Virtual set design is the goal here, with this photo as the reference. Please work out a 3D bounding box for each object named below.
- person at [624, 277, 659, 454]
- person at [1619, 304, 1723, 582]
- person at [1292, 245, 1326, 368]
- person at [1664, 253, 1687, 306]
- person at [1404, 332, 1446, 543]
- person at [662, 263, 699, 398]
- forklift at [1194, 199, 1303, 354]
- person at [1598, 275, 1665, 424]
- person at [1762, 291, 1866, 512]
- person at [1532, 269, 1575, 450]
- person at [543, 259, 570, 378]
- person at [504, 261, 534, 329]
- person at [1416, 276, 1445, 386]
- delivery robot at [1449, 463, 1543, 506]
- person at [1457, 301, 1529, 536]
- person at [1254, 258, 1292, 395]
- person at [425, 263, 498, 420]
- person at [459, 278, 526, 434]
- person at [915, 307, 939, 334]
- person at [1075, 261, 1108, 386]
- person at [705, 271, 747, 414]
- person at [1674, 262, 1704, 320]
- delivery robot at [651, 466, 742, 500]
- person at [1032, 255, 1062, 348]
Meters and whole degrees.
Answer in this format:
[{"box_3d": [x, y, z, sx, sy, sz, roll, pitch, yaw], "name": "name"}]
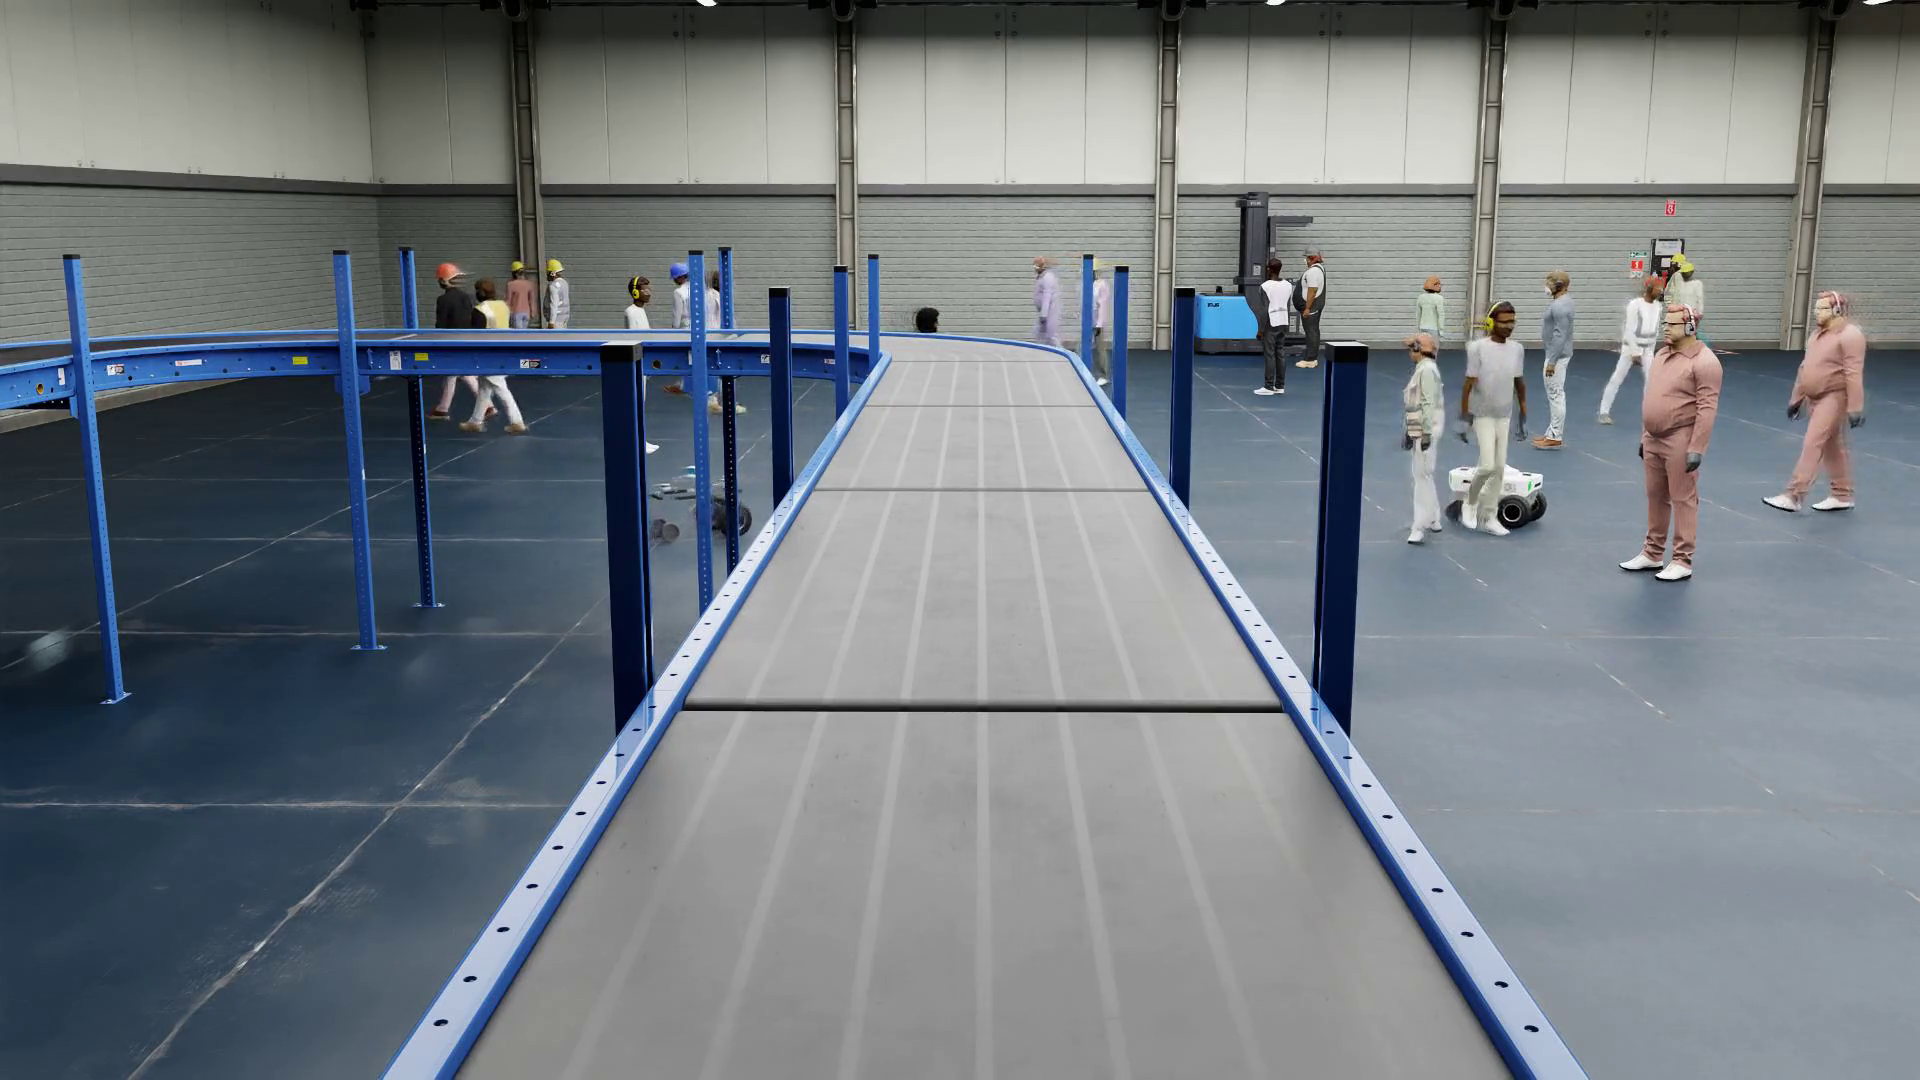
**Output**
[{"box_3d": [-3.419, -1.871, 17.781, 0.332, 1.872, 0.514, 0, 11, 1], "name": "person"}, {"box_3d": [4.950, -0.683, 11.584, 0.409, 1.909, 0.641, -3, 11, -15], "name": "person"}, {"box_3d": [5.851, -3.911, 27.932, 0.538, 2.000, 0.683, 4, 12, 22], "name": "person"}, {"box_3d": [13.145, -4.345, 30.588, 0.403, 1.834, 0.591, 5, 12, 26], "name": "person"}, {"box_3d": [3.619, -0.807, 12.977, 0.338, 1.613, 0.633, 2, 11, 8], "name": "person"}, {"box_3d": [-3.742, -2.853, 22.824, 0.942, 1.873, 0.666, 5, 12, 25], "name": "person"}, {"box_3d": [5.313, -4.851, 30.603, 1.873, 2.768, 1.129, 0, 11, 1], "name": "forklift"}, {"box_3d": [8.159, -2.271, 20.036, 0.604, 1.818, 0.898, -5, 12, -23], "name": "person"}, {"box_3d": [7.234, -1.162, 14.126, 0.915, 1.865, 0.678, 0, 11, 0], "name": "person"}, {"box_3d": [6.463, -1.963, 18.077, 0.372, 1.940, 0.632, 4, 12, 20], "name": "person"}, {"box_3d": [-6.355, -3.489, 26.180, 0.404, 1.837, 0.590, 1, 11, 4], "name": "person"}, {"box_3d": [-7.497, -3.836, 28.184, 0.459, 1.759, 0.544, 7, 13, 32], "name": "person"}, {"box_3d": [6.985, -3.097, 24.692, 0.283, 1.633, 0.497, -7, 13, -33], "name": "person"}, {"box_3d": [4.430, -0.460, 13.786, 0.707, 0.478, 0.477, 8, 13, 35], "name": "delivery robot"}, {"box_3d": [4.224, -0.951, 13.099, 0.580, 1.852, 0.392, -4, 12, -18], "name": "person"}, {"box_3d": [4.450, -3.025, 23.589, 0.591, 1.919, 0.392, -9, 14, -39], "name": "person"}, {"box_3d": [-6.174, -2.437, 20.511, 1.018, 1.950, 0.630, 3, 11, 13], "name": "person"}, {"box_3d": [-5.457, -2.134, 19.339, 0.950, 1.798, 0.641, 3, 11, 16], "name": "person"}, {"box_3d": [-0.325, -1.388, 15.878, 0.840, 1.652, 0.534, -4, 12, -18], "name": "person"}, {"box_3d": [1.890, -3.191, 24.531, 0.607, 1.874, 0.974, 10, 15, 41], "name": "person"}, {"box_3d": [-2.979, -2.534, 21.321, 0.732, 1.816, 0.624, 1, 11, 5], "name": "person"}, {"box_3d": [12.735, -3.987, 28.990, 0.686, 1.731, 0.546, -9, 14, -38], "name": "person"}, {"box_3d": [-2.084, -0.469, 13.162, 0.698, 0.223, 0.335, -6, 13, -29], "name": "delivery robot"}, {"box_3d": [1.411, -3.750, 27.454, 0.778, 1.865, 0.664, -2, 11, -11], "name": "person"}]
